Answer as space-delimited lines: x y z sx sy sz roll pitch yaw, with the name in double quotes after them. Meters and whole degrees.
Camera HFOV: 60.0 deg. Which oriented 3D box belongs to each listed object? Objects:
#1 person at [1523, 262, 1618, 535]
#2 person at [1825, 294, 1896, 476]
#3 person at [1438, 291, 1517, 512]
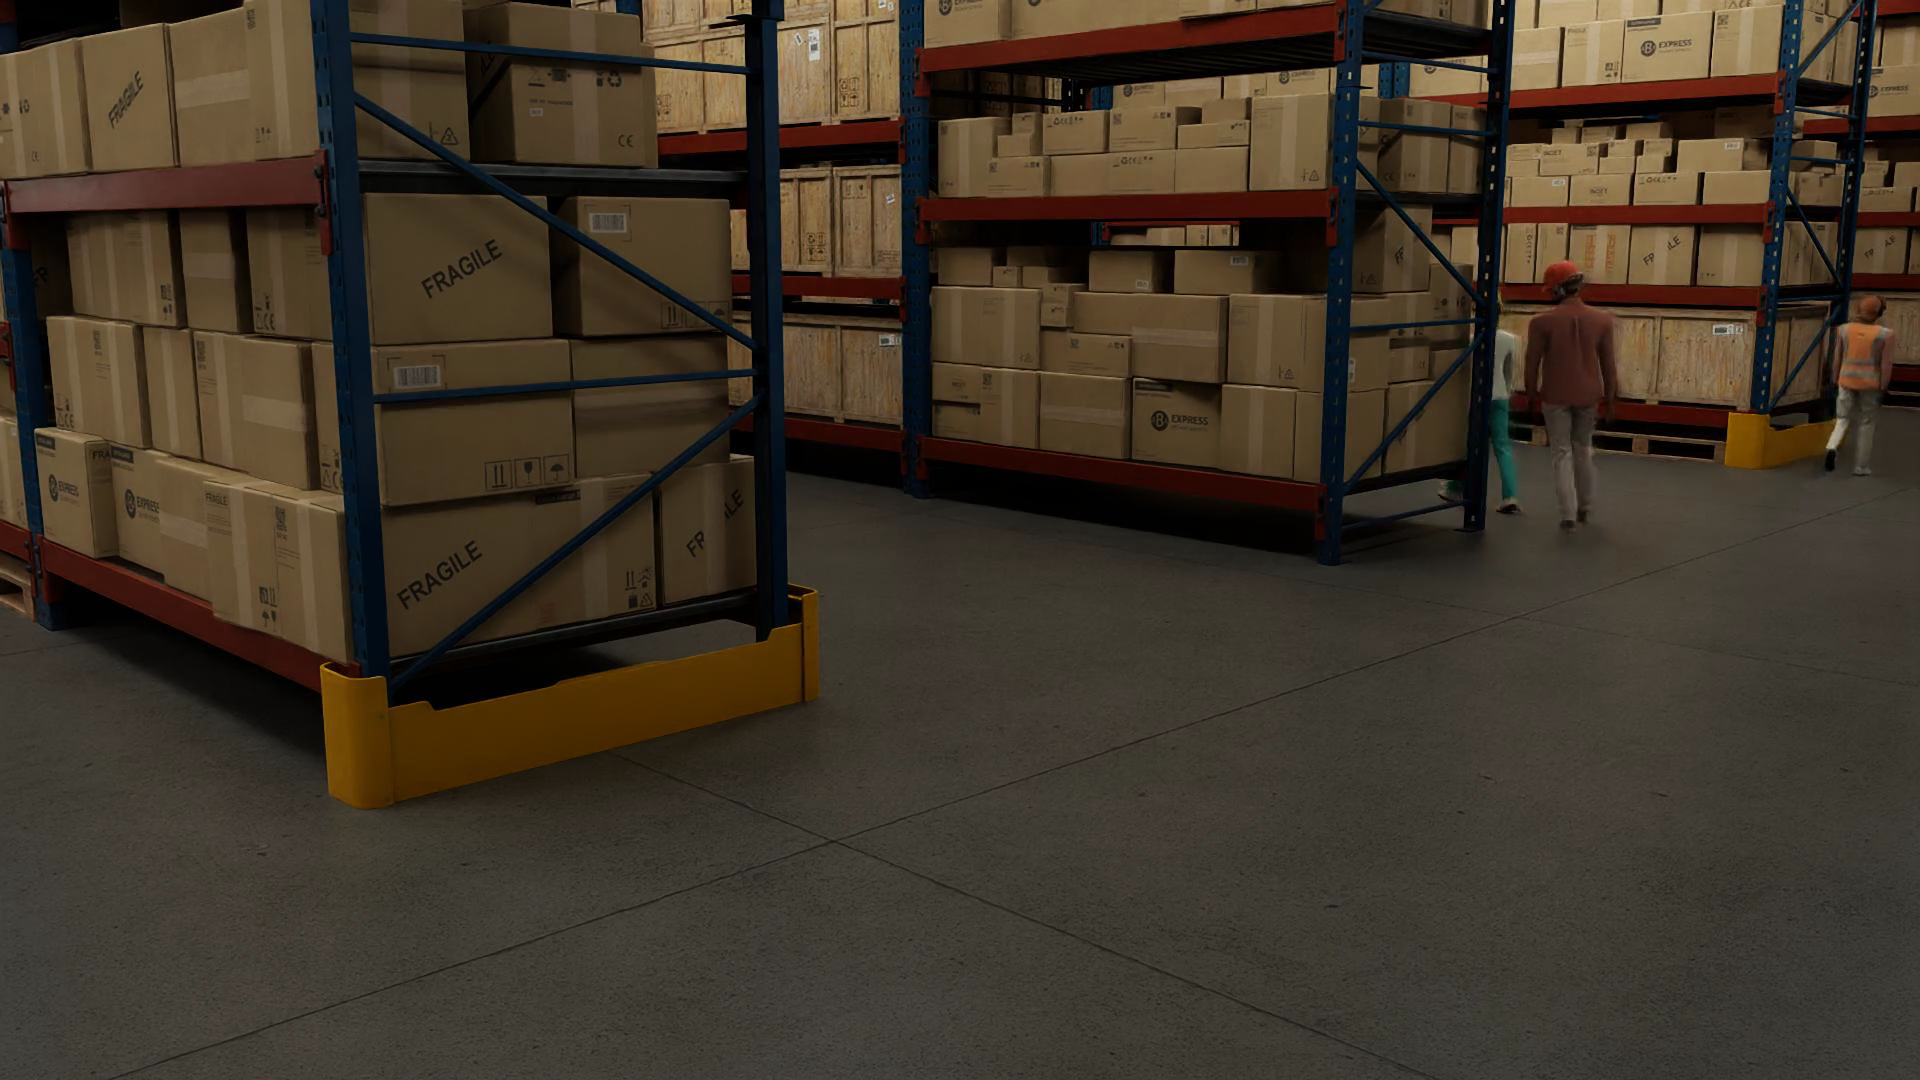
4.408 -1.044 12.131 0.634 1.935 0.918 0 10 1 "person"
7.928 -1.354 14.667 0.510 1.622 0.527 -9 14 -41 "person"
4.101 -1.086 12.965 0.530 1.715 0.937 -2 11 -12 "person"
